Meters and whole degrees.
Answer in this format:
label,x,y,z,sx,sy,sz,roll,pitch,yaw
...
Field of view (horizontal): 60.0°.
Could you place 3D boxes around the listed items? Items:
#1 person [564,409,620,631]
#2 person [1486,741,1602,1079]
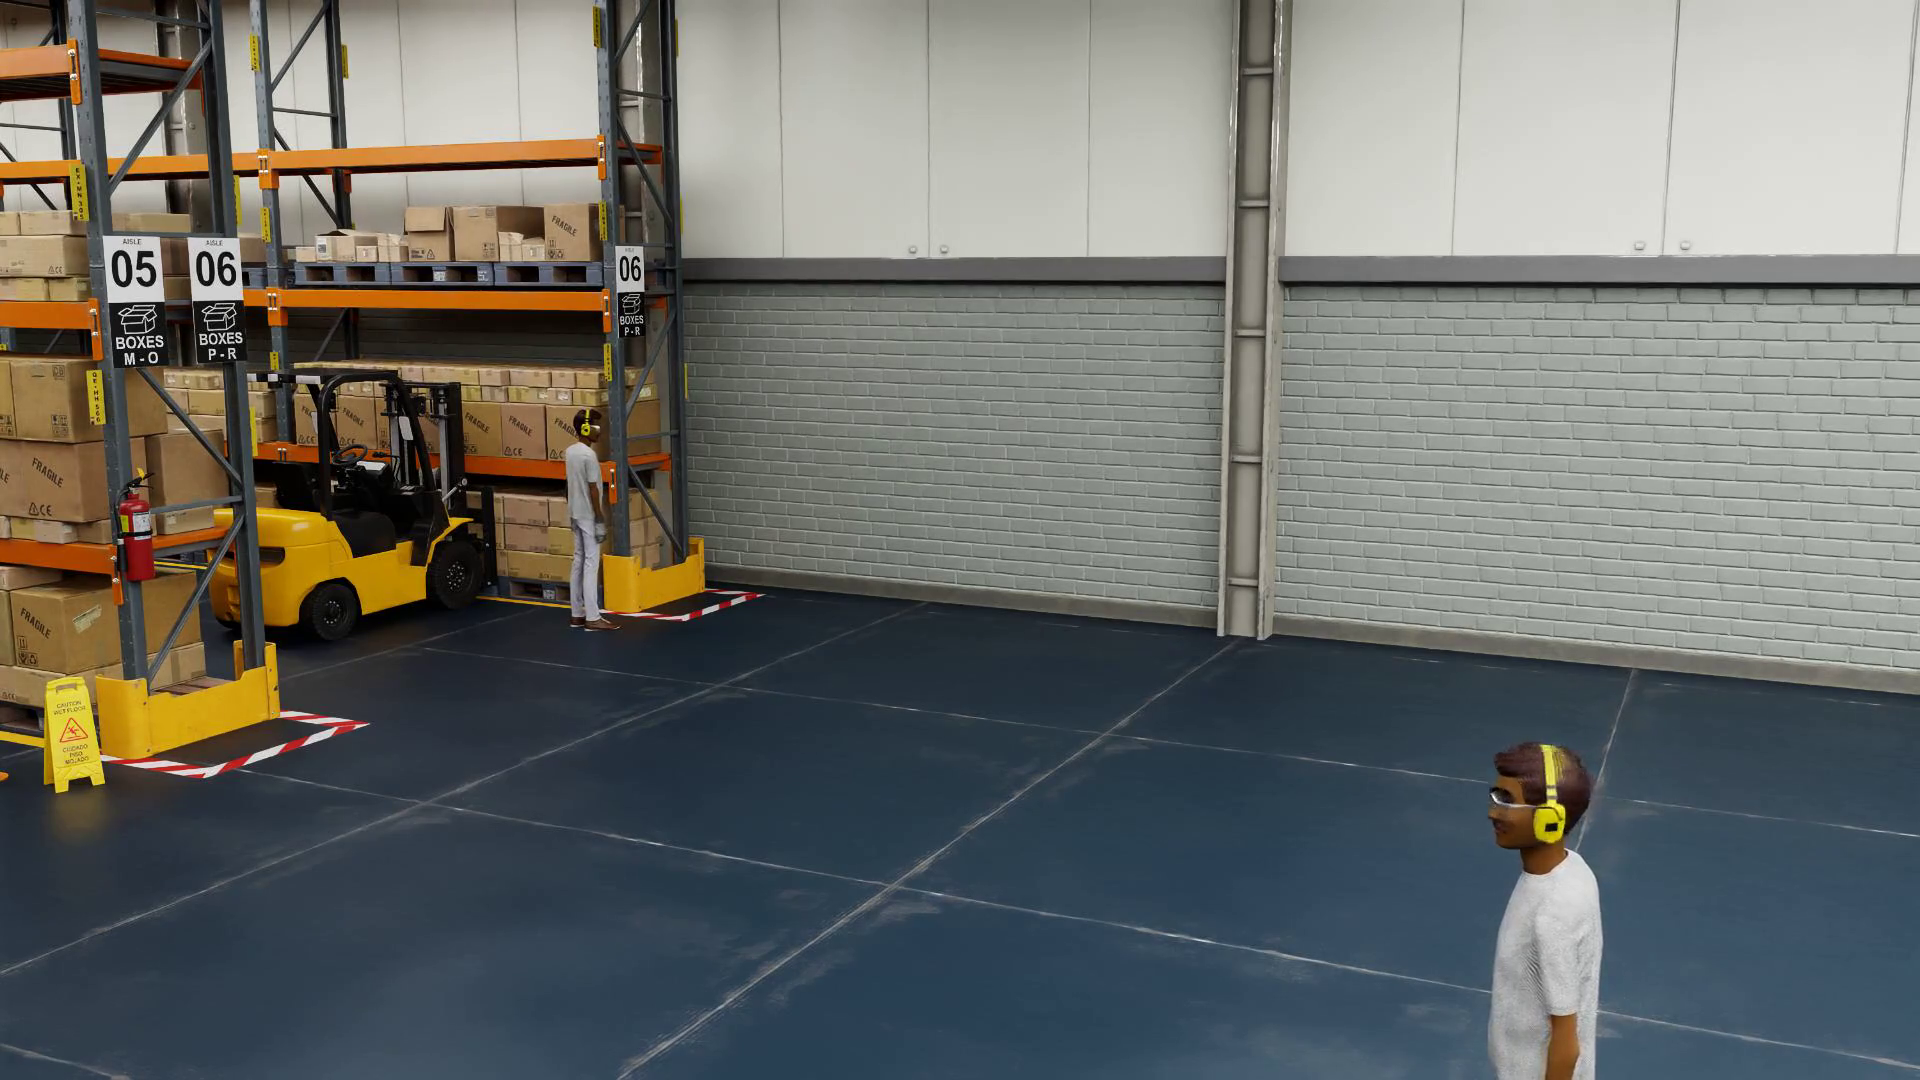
label,x,y,z,sx,sy,sz,roll,pitch,yaw
person,-3.131,-0.165,14.001,0.329,1.859,0.518,-7,12,-38
person,1.442,1.422,4.235,0.314,1.868,0.536,3,10,18
